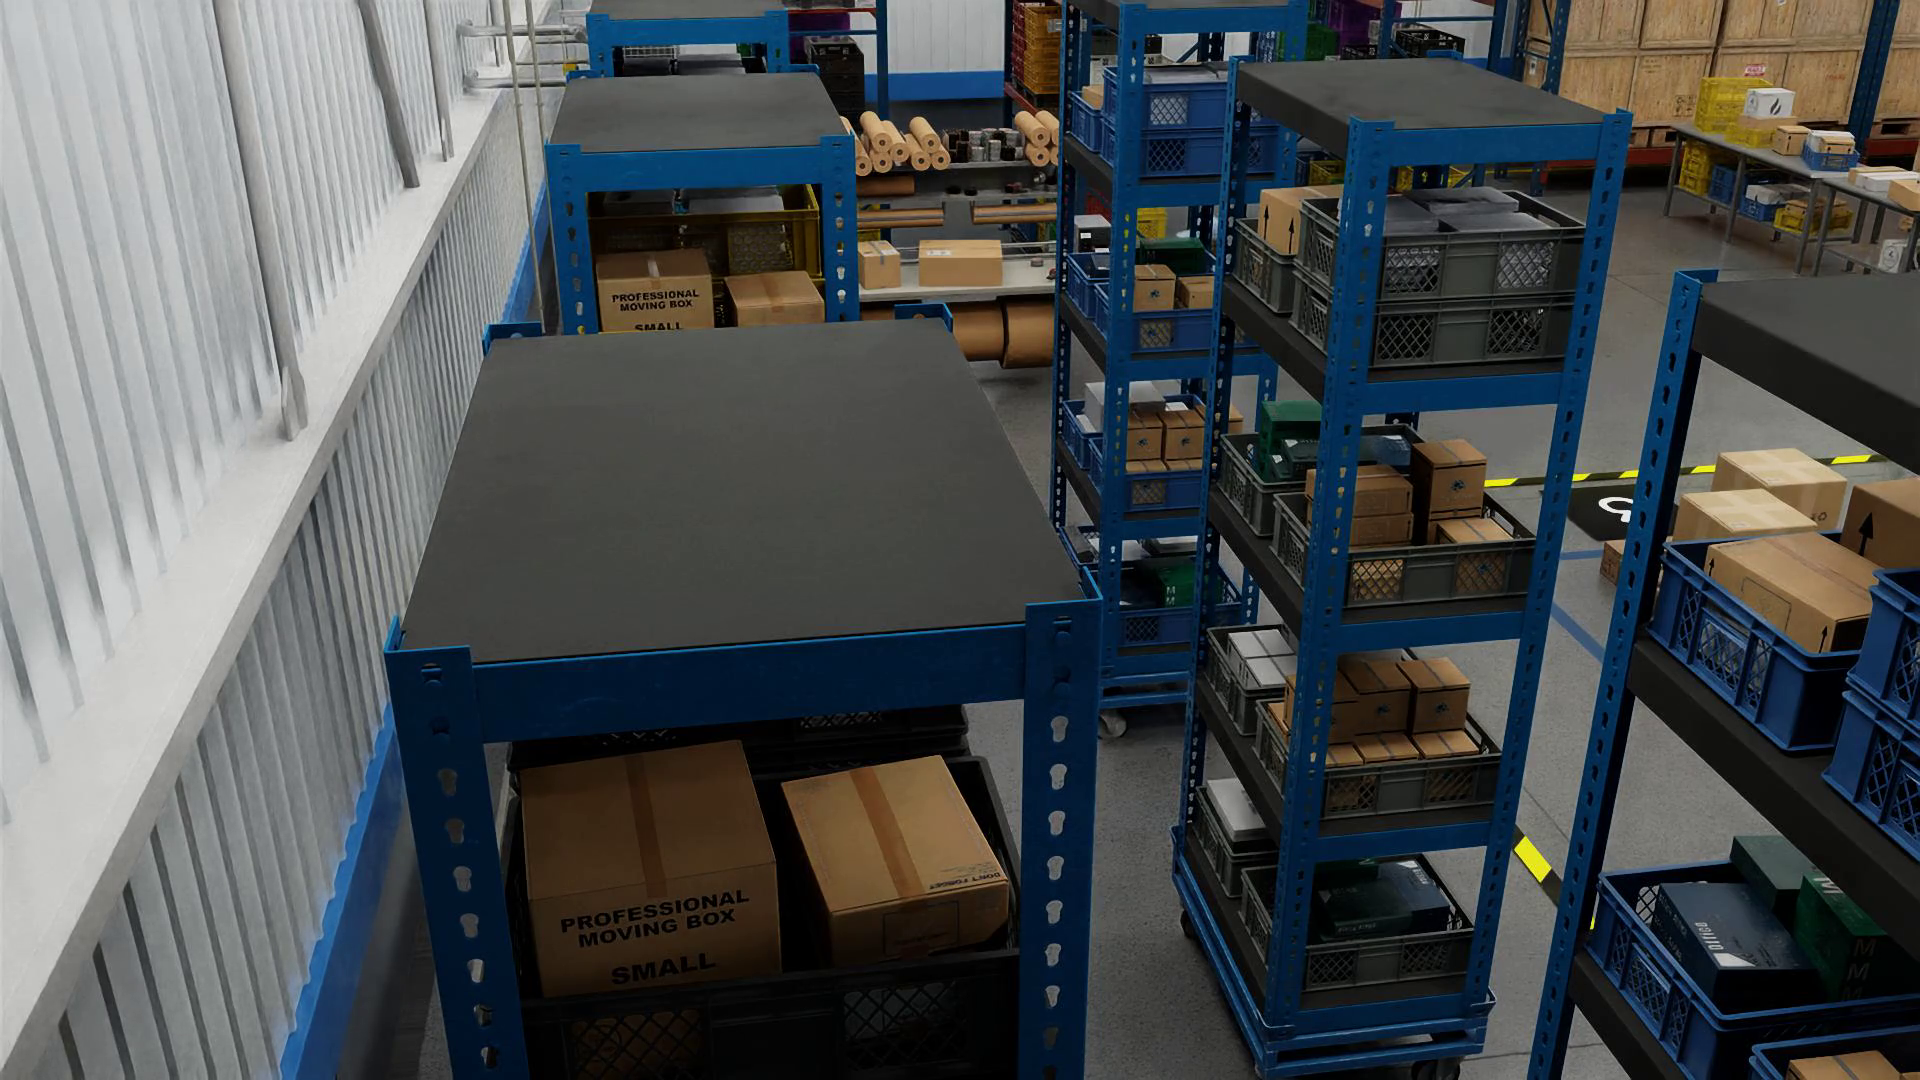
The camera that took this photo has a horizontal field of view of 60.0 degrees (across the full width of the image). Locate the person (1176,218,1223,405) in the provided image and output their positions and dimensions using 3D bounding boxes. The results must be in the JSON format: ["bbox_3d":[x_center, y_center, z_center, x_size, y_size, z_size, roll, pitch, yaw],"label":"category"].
[{"bbox_3d":[1.616,-1.273,11.171,0.386,1.849,0.596,-5,25,-10],"label":"person"}]

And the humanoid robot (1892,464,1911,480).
[{"bbox_3d":[6.471,-1.053,10.841,0.531,1.777,0.789,20,32,37],"label":"humanoid robot"}]
